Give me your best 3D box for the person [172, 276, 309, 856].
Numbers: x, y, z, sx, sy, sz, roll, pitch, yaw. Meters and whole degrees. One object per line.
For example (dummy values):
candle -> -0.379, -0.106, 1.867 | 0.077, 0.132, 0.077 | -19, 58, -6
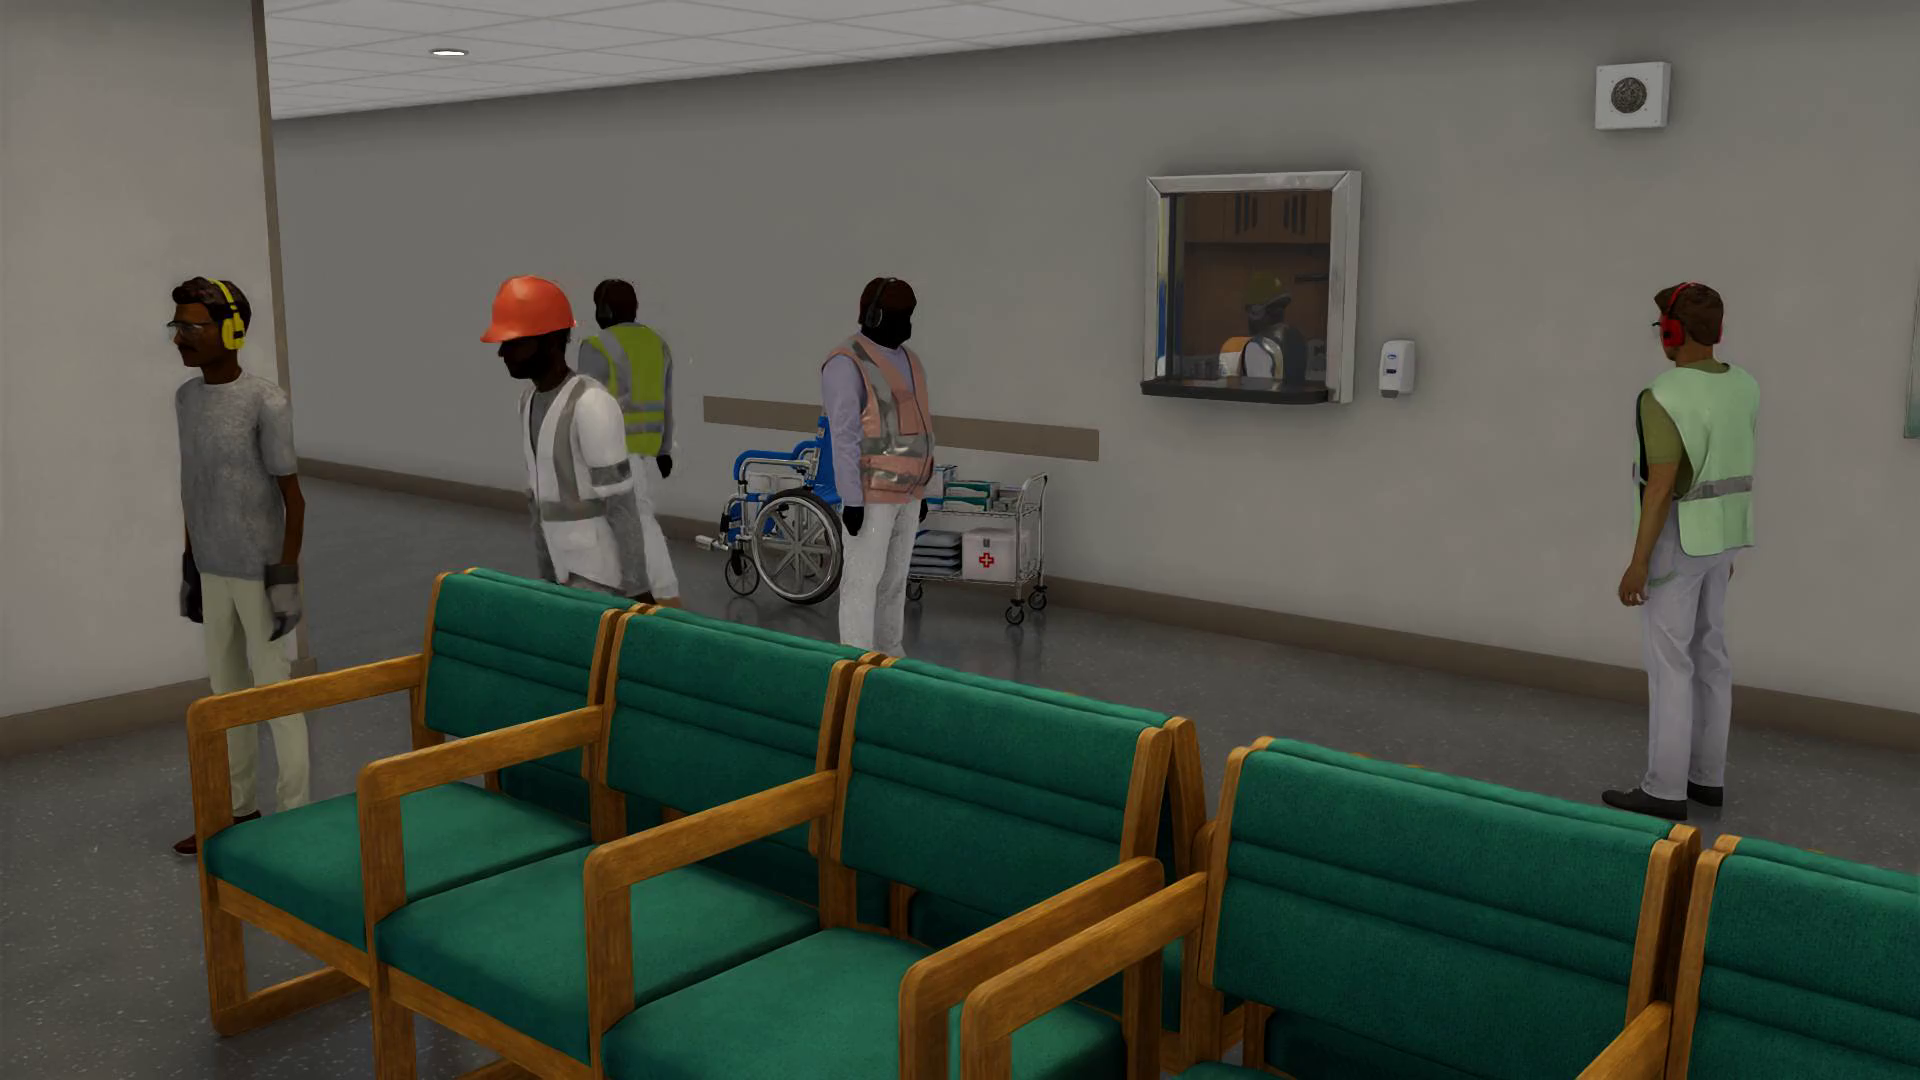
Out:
person -> -2.292, 0.111, 5.271 | 0.517, 1.873, 0.334 | 5, 11, 27

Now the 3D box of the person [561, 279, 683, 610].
person -> -1.861, -0.491, 8.918 | 0.969, 1.790, 0.644 | 5, 11, 27

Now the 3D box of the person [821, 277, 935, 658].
person -> -0.320, -0.199, 7.138 | 0.429, 1.838, 0.621 | 5, 11, 27

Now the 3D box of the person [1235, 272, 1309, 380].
person -> 1.681, -0.552, 9.154 | 0.403, 1.827, 0.599 | 7, 12, 34

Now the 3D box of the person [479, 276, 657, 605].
person -> -1.248, 0.085, 5.460 | 0.836, 1.876, 0.566 | -6, 12, -32

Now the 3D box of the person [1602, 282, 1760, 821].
person -> 2.507, 0.046, 5.721 | 0.570, 1.840, 0.375 | -7, 12, -34
